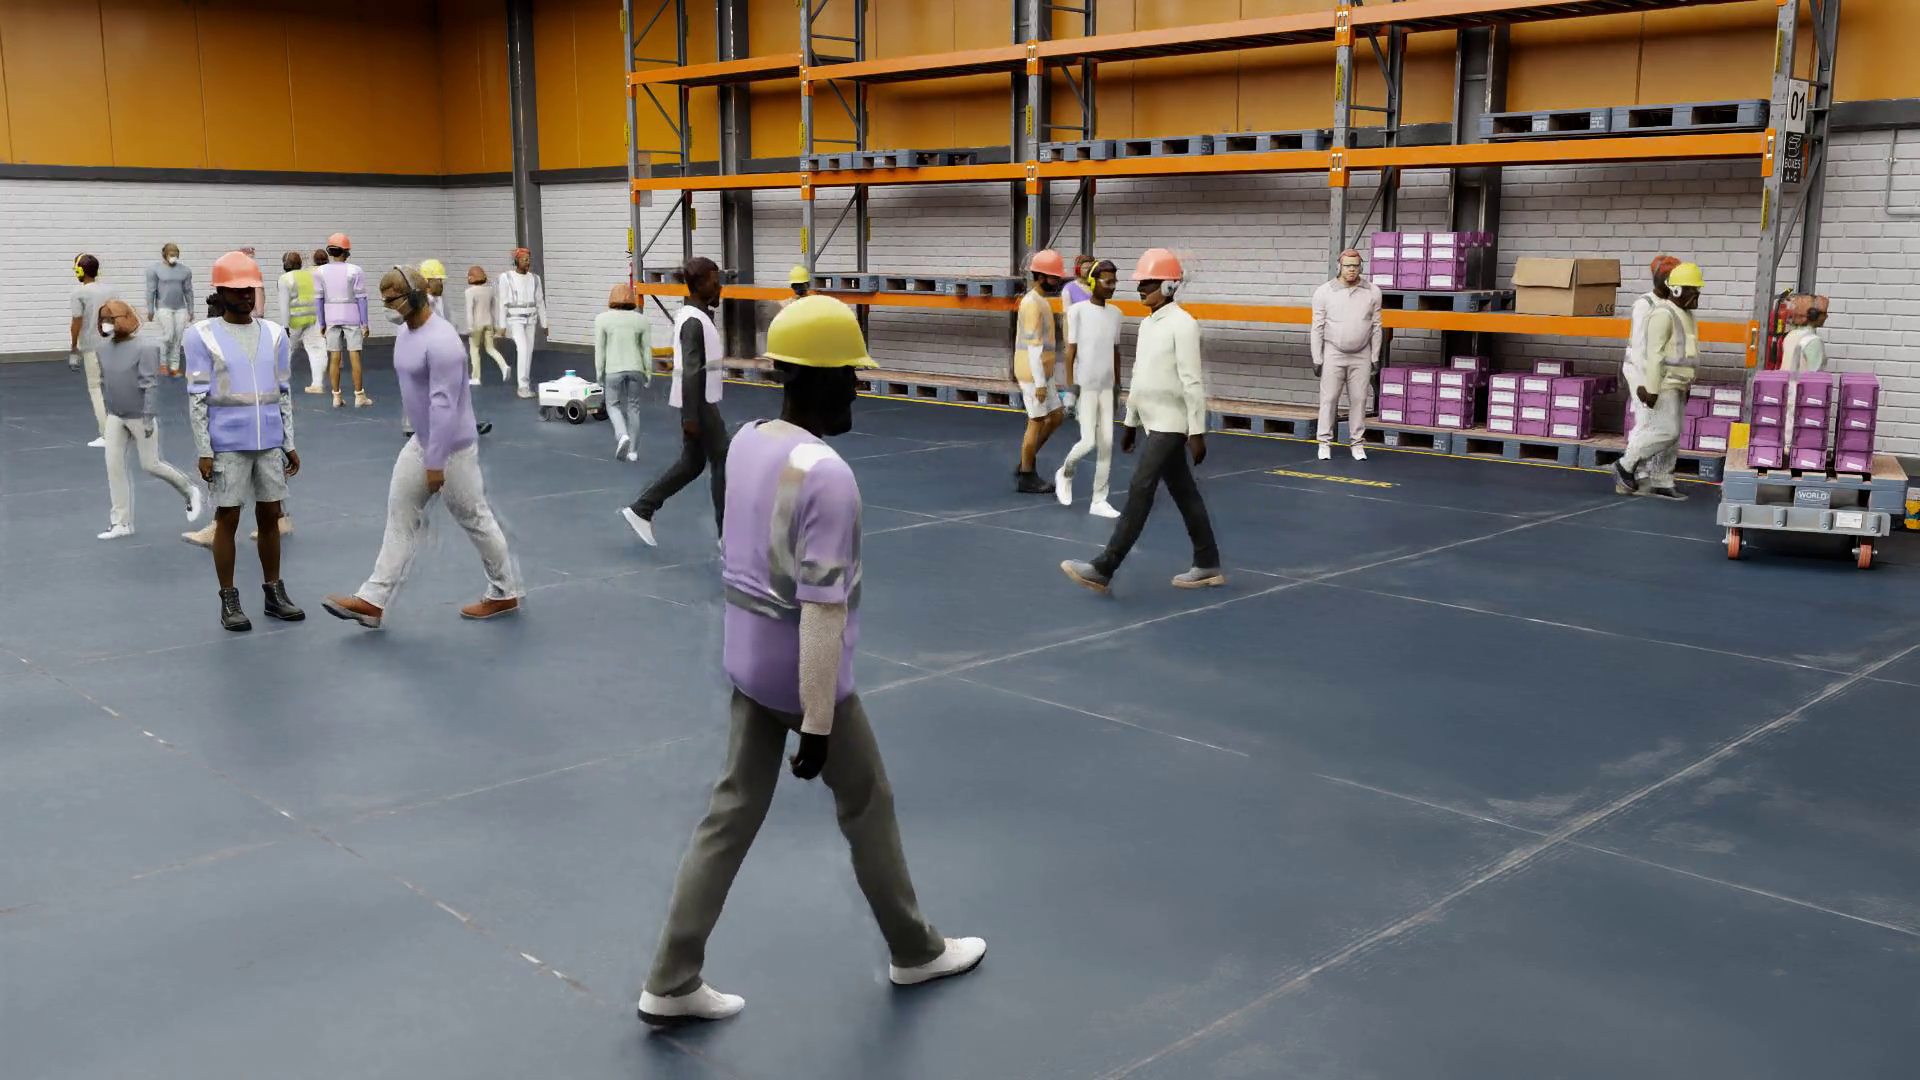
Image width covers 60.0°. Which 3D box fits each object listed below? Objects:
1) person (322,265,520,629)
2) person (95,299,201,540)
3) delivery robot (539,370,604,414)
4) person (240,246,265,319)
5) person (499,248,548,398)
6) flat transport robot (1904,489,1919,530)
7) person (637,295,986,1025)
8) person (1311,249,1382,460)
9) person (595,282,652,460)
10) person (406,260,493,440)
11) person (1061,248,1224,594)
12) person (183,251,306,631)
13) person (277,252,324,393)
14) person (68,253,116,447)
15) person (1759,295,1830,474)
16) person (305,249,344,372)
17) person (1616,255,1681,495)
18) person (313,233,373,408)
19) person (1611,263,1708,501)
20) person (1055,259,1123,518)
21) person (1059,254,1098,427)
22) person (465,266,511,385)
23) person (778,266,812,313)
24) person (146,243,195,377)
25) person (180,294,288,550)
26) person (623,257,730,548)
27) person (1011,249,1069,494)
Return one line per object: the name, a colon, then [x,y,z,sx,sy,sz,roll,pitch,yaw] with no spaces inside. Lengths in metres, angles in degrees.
person: [-2.752,-0.455,8.499,1.035,1.864,0.687,-8,13,-38]
person: [-5.572,-0.838,11.291,0.502,1.608,0.696,3,11,17]
delivery robot: [-4.225,-1.601,18.071,0.707,0.478,0.477,6,12,27]
person: [-10.409,-3.343,24.241,0.643,1.877,0.847,7,13,34]
person: [-5.377,-2.680,20.645,0.608,1.860,0.606,9,14,40]
flat transport robot: [6.439,-0.272,11.858,0.652,0.197,1.431,-9,13,-39]
person: [-0.409,0.318,4.271,0.981,1.879,0.592,-8,13,-36]
person: [3.480,-1.653,14.964,0.635,1.900,0.397,0,10,-1]
person: [-2.979,-1.487,14.817,0.511,1.615,0.511,-4,11,-22]
person: [-5.087,-1.832,16.252,0.928,1.775,0.608,4,11,20]
person: [1.068,-0.658,9.384,1.038,1.938,0.651,-2,11,-13]
person: [-3.683,-0.510,8.604,0.354,1.939,0.545,9,14,40]
person: [-8.602,-2.792,21.415,0.917,1.799,0.655,5,12,26]
person: [-8.280,-1.800,15.879,0.387,1.856,0.510,3,11,15]
person: [6.034,-0.981,12.084,0.815,1.604,0.521,2,11,9]
person: [-9.503,-3.431,24.904,0.640,1.805,0.859,-3,11,-18]
person: [5.401,-1.276,13.001,0.583,1.870,0.414,-9,14,-42]
person: [-7.258,-2.576,19.582,0.604,2.044,0.375,0,10,-1]
person: [5.387,-1.202,12.706,0.519,1.815,0.607,9,14,41]
person: [0.949,-1.091,12.010,0.535,1.848,0.518,-7,12,-32]
person: [1.269,-2.116,17.661,0.576,1.825,0.582,10,14,43]
person: [-6.419,-2.890,22.471,0.680,1.616,0.513,7,12,33]
person: [-1.606,-1.947,17.072,0.523,1.713,0.982,3,11,16]
person: [-11.247,-3.277,23.745,0.425,1.917,0.633,8,13,36]
person: [-4.758,-0.774,10.811,0.543,1.650,0.797,9,14,40]
person: [-1.742,-0.869,10.694,0.870,1.895,0.594,-1,10,-6]
person: [0.626,-1.288,12.916,0.447,1.909,0.578,2,11,10]
